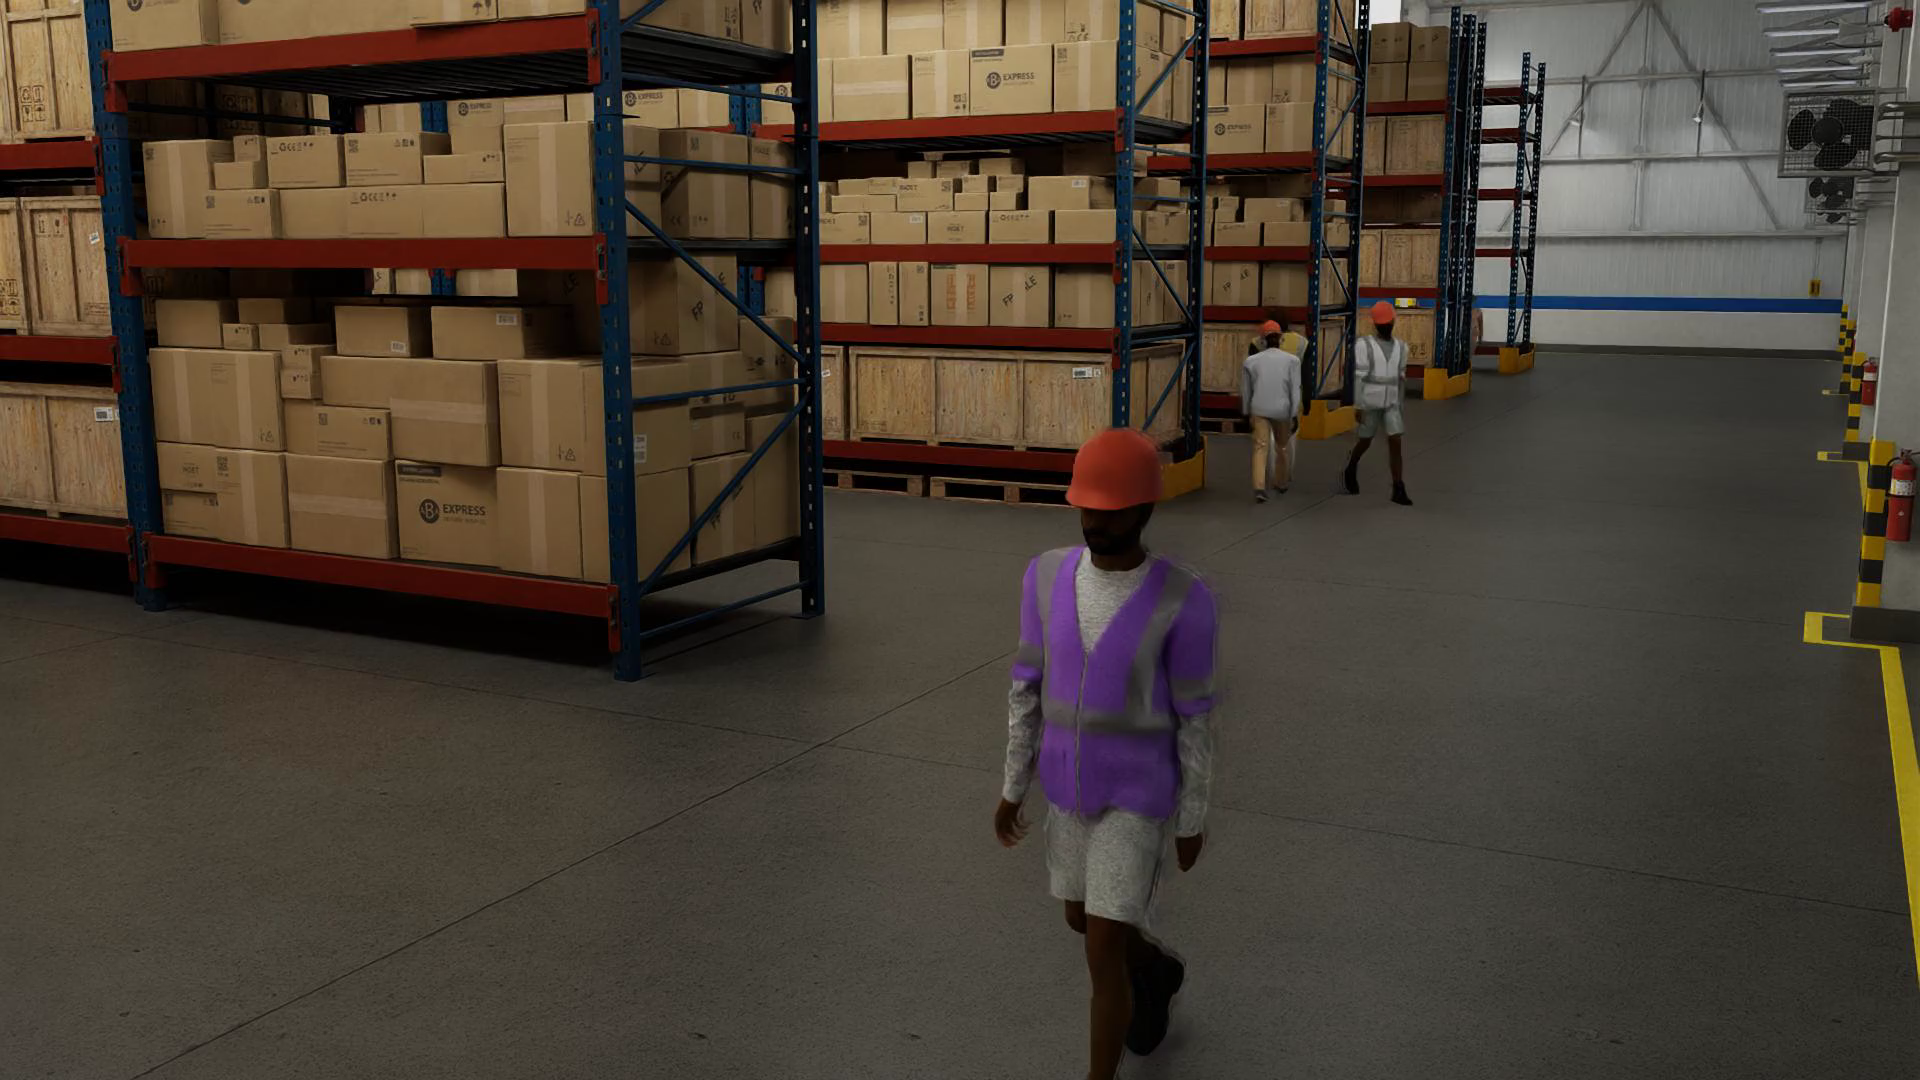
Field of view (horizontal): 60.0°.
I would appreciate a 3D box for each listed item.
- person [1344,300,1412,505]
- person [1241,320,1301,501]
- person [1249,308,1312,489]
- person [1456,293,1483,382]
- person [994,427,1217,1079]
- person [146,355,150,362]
[{"bbox_3d":[3.939,-1.311,15.687,0.554,1.904,0.889,-2,10,-12],"label":"person"},{"bbox_3d":[2.941,-1.227,15.764,0.579,1.703,0.921,4,10,20],"label":"person"},{"bbox_3d":[3.188,-1.419,16.647,0.627,1.797,0.920,-1,10,-4],"label":"person"},{"bbox_3d":[9.238,-3.693,30.296,0.522,1.616,0.740,-1,10,-7],"label":"person"},{"bbox_3d":[0.434,0.631,4.437,0.553,1.908,0.893,7,12,36],"label":"person"},{"bbox_3d":[-8.571,-1.628,17.691,0.590,1.837,0.403,4,11,24],"label":"person"}]
